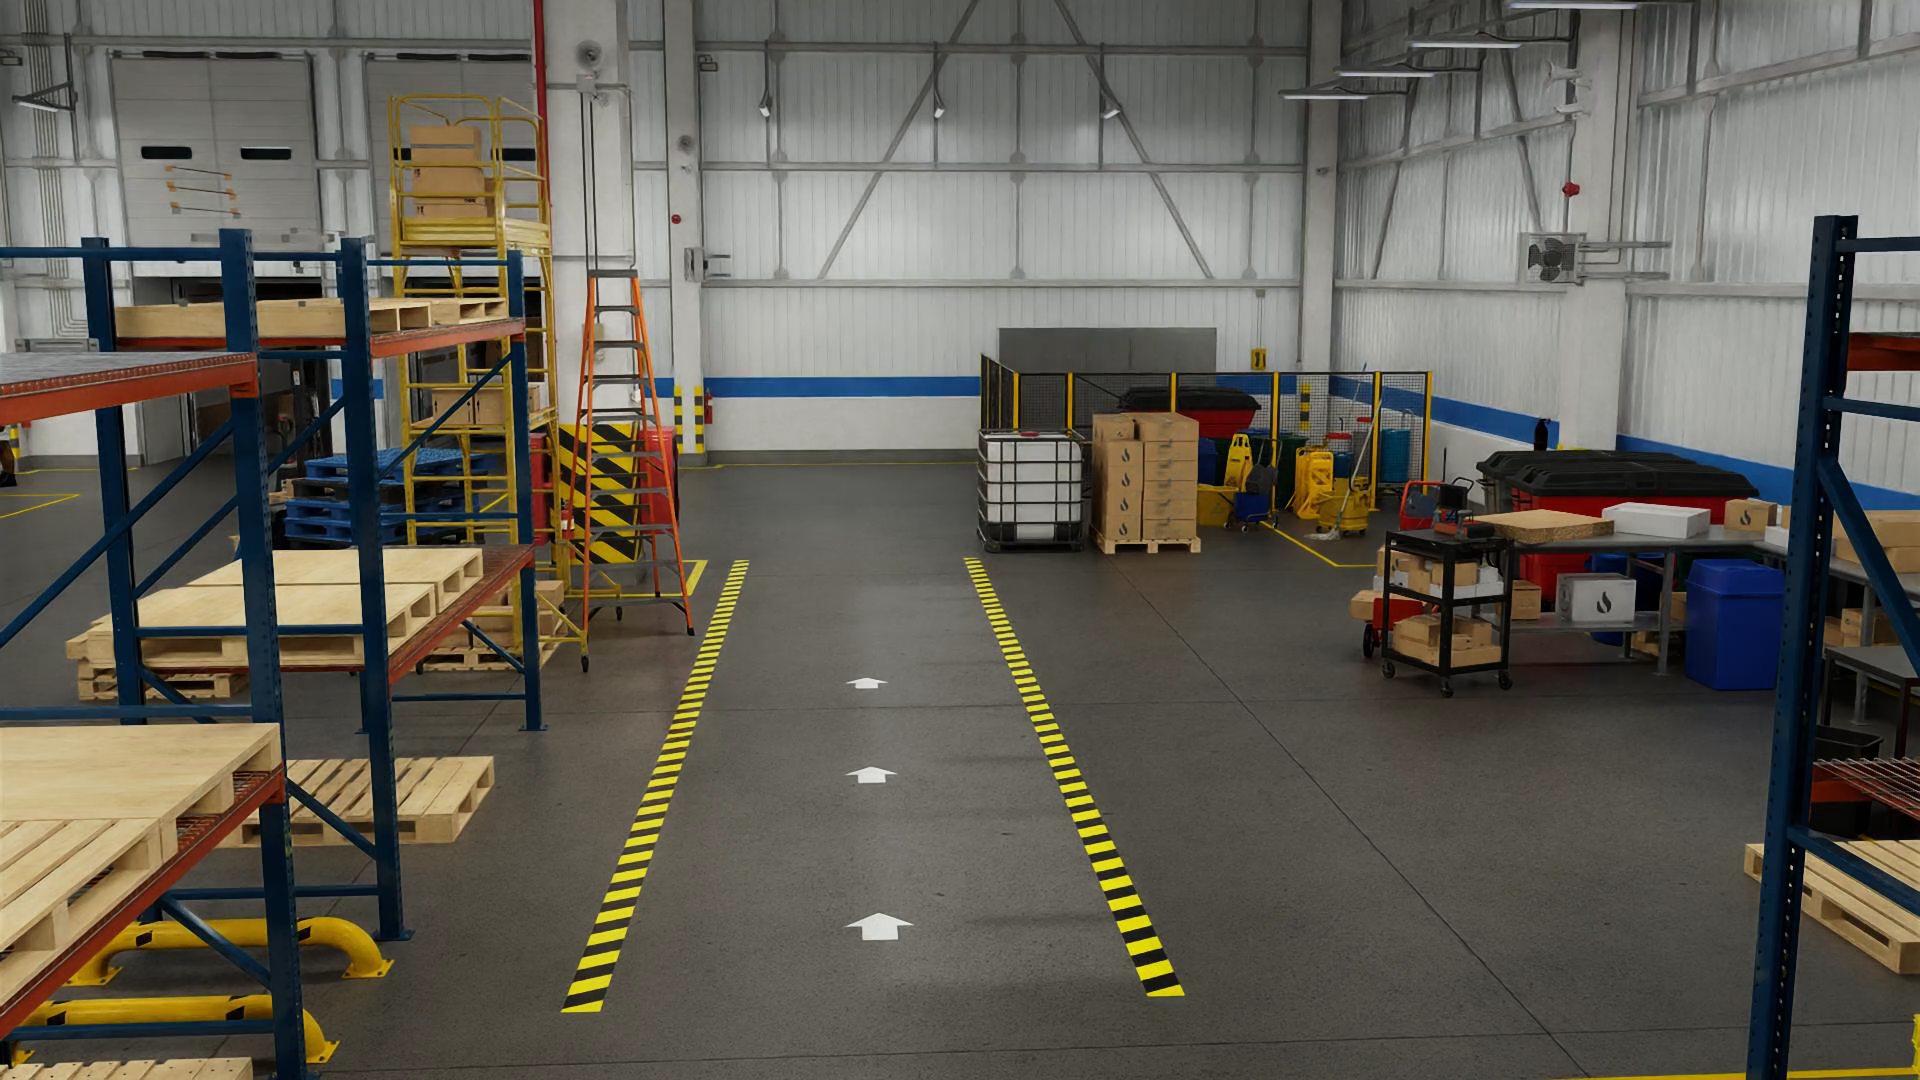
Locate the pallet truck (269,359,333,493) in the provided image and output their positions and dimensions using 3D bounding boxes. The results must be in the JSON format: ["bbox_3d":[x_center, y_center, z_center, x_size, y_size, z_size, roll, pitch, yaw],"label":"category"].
[{"bbox_3d":[-7.062,-1.131,18.996,1.885,1.965,0.823,2,9,13],"label":"pallet truck"}]

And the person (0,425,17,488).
[{"bbox_3d":[-13.123,-1.676,22.637,0.389,1.930,0.544,-8,12,-42],"label":"person"}]
